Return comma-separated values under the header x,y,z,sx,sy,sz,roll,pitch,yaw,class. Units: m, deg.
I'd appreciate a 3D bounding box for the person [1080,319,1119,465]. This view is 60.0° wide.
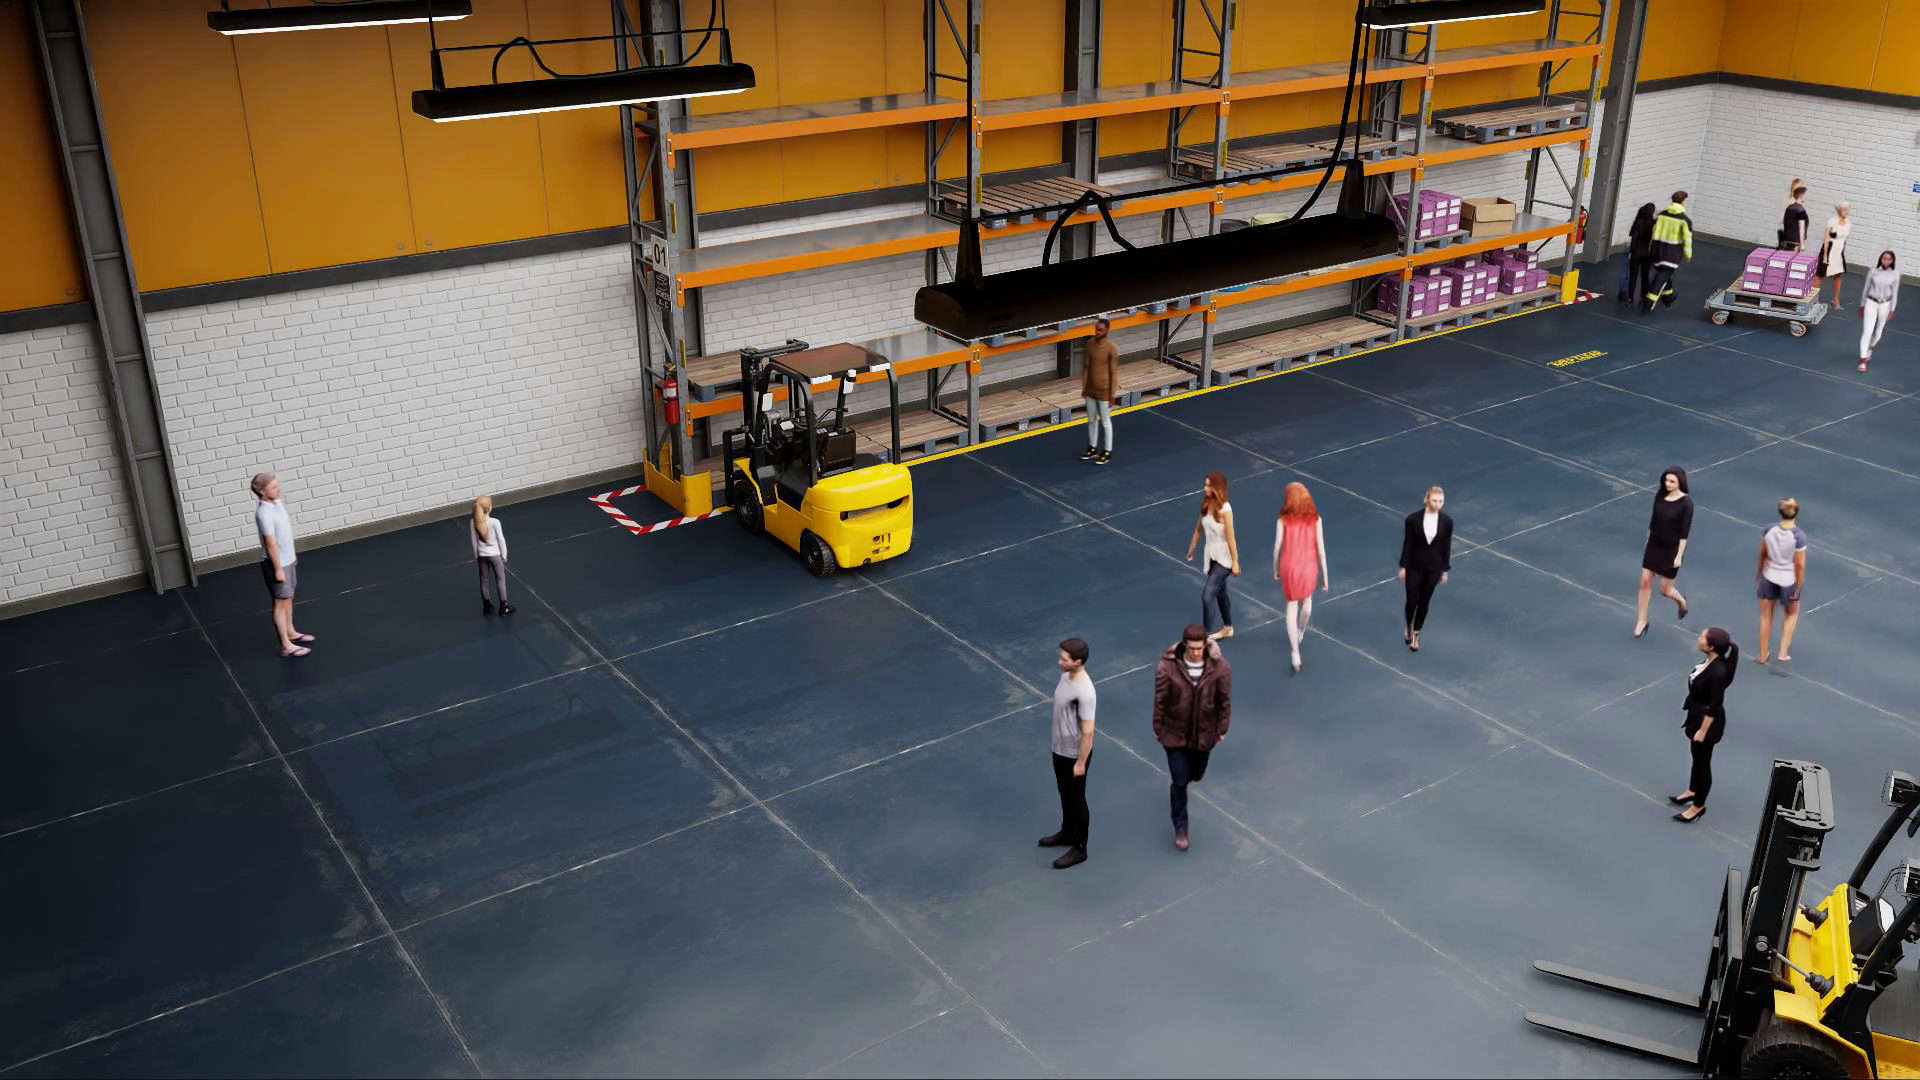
x,y,z,sx,sy,sz,roll,pitch,yaw,class
1.725,-1.846,20.409,0.675,1.815,0.618,20,31,38,person

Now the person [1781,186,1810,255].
x,y,z,sx,sy,sz,roll,pitch,yaw,class
13.621,-4.880,27.352,1.172,1.814,1.067,2,24,4,person

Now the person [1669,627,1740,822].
x,y,z,sx,sy,sz,roll,pitch,yaw,class
5.872,1.439,13.090,0.746,1.659,0.661,8,25,17,person

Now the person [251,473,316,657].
x,y,z,sx,sy,sz,roll,pitch,yaw,class
-6.447,0.205,15.694,0.729,1.833,0.735,-3,24,-8,person

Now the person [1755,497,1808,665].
x,y,z,sx,sy,sz,roll,pitch,yaw,class
7.639,0.414,15.502,0.657,1.605,0.694,-19,30,-37,person

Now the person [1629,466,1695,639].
x,y,z,sx,sy,sz,roll,pitch,yaw,class
6.809,0.134,15.921,0.877,1.782,0.646,-12,26,-25,person

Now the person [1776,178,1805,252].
x,y,z,sx,sy,sz,roll,pitch,yaw,class
13.921,-5.202,28.114,0.933,1.794,0.765,-6,24,-12,person

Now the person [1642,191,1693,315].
x,y,z,sx,sy,sz,roll,pitch,yaw,class
11.173,-4.526,26.401,1.193,1.927,0.824,-14,27,-29,person

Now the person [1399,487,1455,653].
x,y,z,sx,sy,sz,roll,pitch,yaw,class
4.372,0.254,15.758,0.724,1.693,0.799,2,24,4,person

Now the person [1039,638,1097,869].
x,y,z,sx,sy,sz,roll,pitch,yaw,class
0.854,1.575,12.526,0.665,1.862,0.725,-7,25,-16,person

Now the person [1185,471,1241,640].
x,y,z,sx,sy,sz,roll,pitch,yaw,class
2.549,0.177,15.848,0.886,1.762,0.764,-9,25,-20,person

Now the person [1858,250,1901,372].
x,y,z,sx,sy,sz,roll,pitch,yaw,class
13.206,-3.319,23.941,0.971,1.685,1.229,11,26,24,person

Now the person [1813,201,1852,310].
x,y,z,sx,sy,sz,roll,pitch,yaw,class
14.008,-4.618,26.854,0.933,1.731,0.924,-2,24,-5,person

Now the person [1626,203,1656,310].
x,y,z,sx,sy,sz,roll,pitch,yaw,class
10.998,-4.591,26.820,0.611,1.711,0.703,1,24,2,person

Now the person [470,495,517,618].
x,y,z,sx,sy,sz,roll,pitch,yaw,class
-4.672,0.152,16.508,0.578,1.279,0.640,3,24,8,person

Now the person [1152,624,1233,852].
x,y,z,sx,sy,sz,roll,pitch,yaw,class
1.774,1.435,12.907,1.205,1.812,1.179,-1,24,-2,person

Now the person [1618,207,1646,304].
x,y,z,sx,sy,sz,roll,pitch,yaw,class
10.984,-4.696,27.186,0.818,1.609,0.731,1,24,2,person

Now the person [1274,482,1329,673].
x,y,z,sx,sy,sz,roll,pitch,yaw,class
3.116,0.383,15.349,1.034,1.784,1.061,4,24,8,person
